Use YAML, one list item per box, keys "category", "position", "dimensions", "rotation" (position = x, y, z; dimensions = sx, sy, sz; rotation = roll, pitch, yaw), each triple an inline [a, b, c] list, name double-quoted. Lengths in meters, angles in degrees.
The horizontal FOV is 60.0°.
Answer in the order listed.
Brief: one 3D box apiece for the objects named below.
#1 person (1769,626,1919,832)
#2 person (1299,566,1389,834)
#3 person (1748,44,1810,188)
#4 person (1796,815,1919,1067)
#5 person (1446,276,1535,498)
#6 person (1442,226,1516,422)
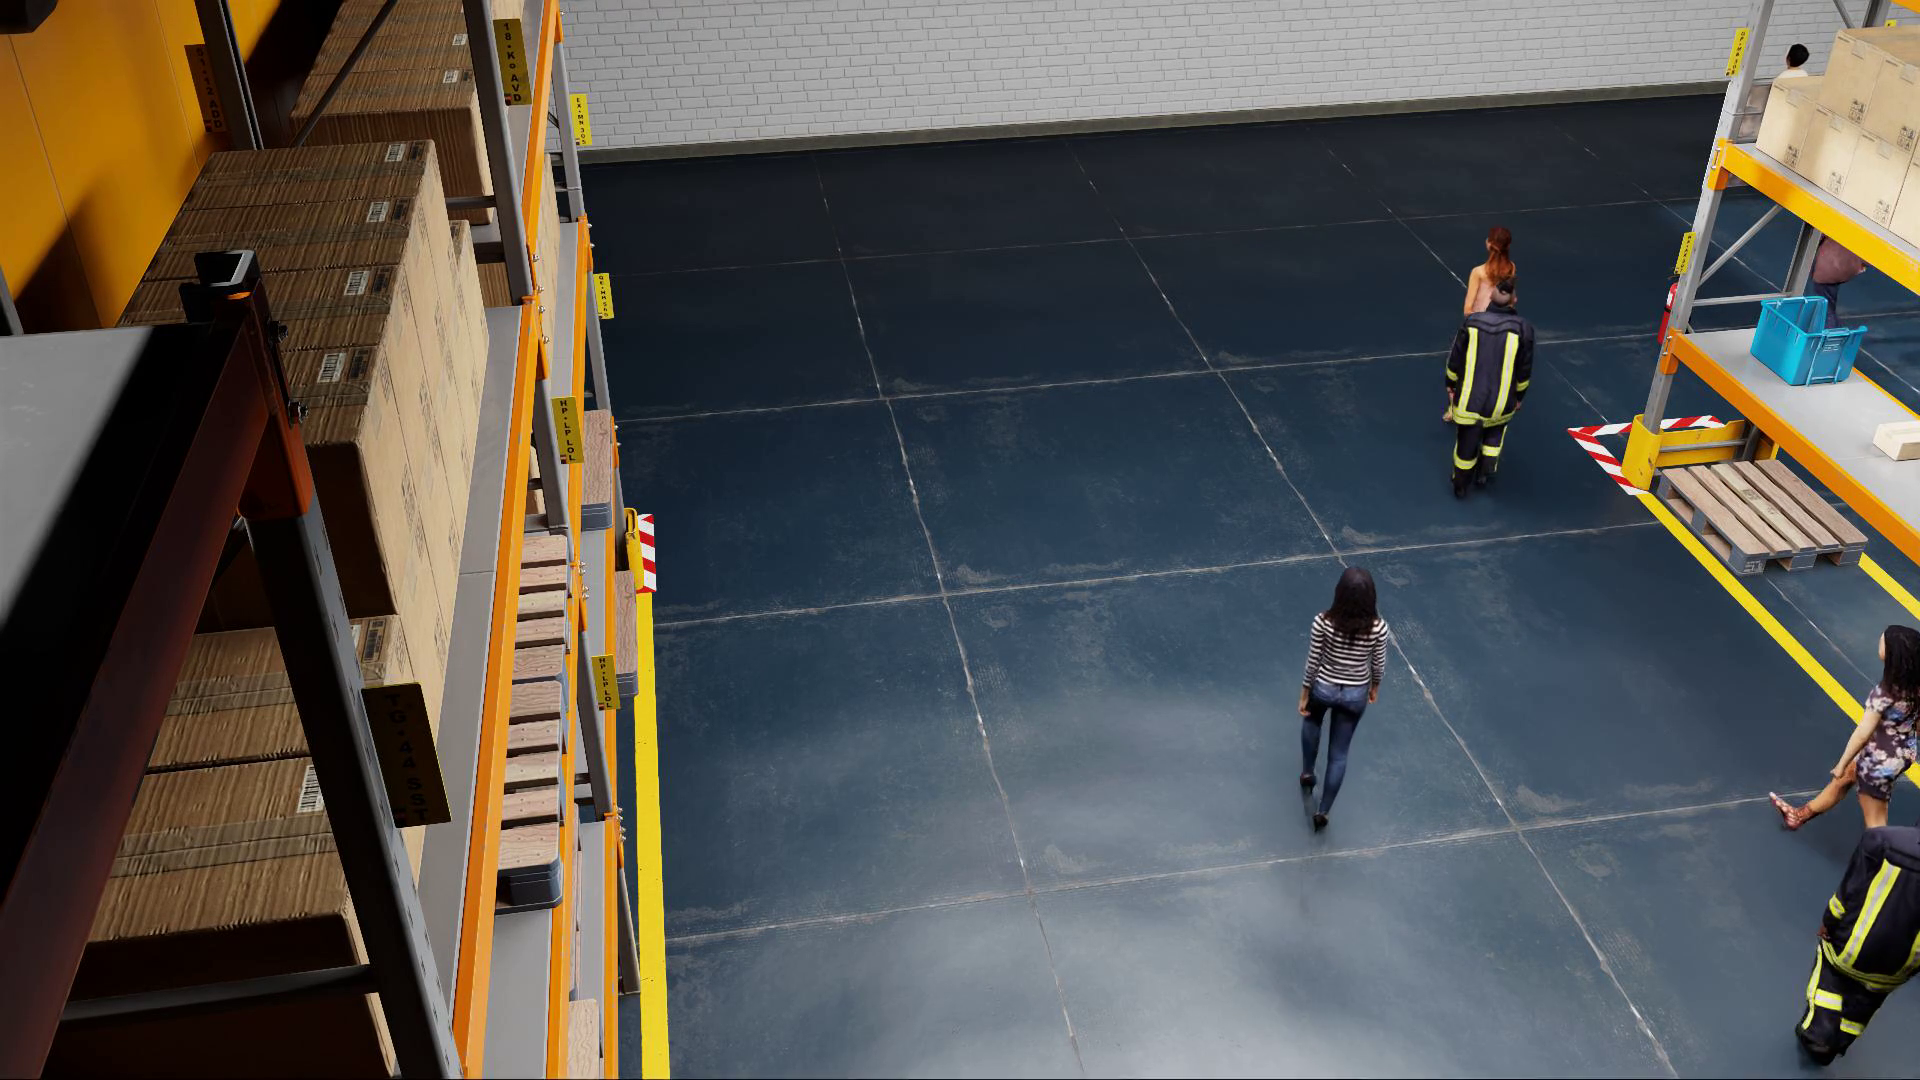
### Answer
- category: "person"
  position: [5.164, 1.285, 9.197]
  dimensions: [0.965, 1.687, 1.204]
  rotation: [-18, 38, -25]
- category: "person"
  position: [2.177, 0.982, 9.575]
  dimensions: [0.743, 1.773, 0.844]
  rotation: [6, 34, 10]
- category: "person"
  position: [8.962, -4.624, 18.176]
  dimensions: [0.627, 1.588, 0.537]
  rotation: [-12, 35, -17]
- category: "person"
  position: [4.511, 1.946, 8.097]
  dimensions: [0.956, 1.803, 1.009]
  rotation: [14, 36, 20]
- category: "person"
  position: [4.010, -1.130, 12.684]
  dimensions: [0.915, 1.848, 0.930]
  rotation: [10, 35, 15]
- category: "person"
  position: [4.273, -1.641, 13.481]
  dimensions: [0.591, 1.818, 0.619]
  rotation: [-4, 34, -7]
